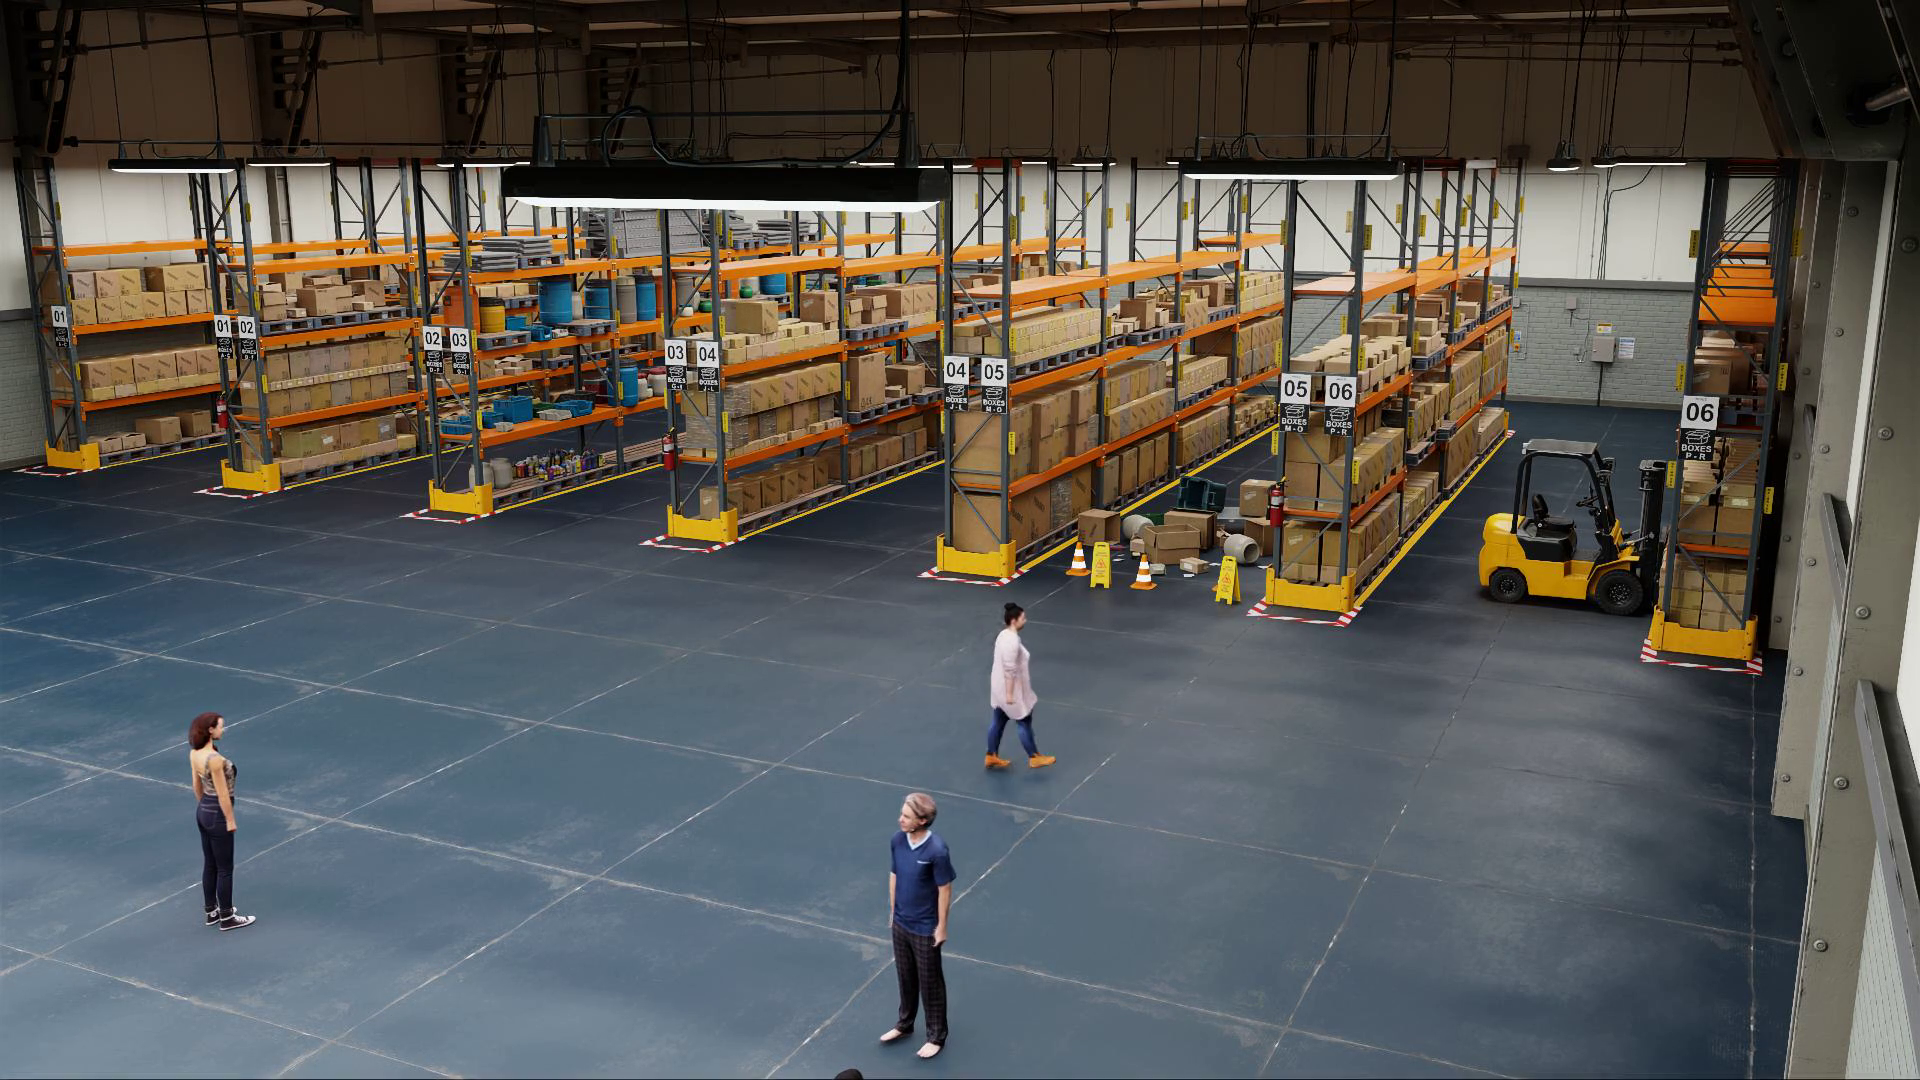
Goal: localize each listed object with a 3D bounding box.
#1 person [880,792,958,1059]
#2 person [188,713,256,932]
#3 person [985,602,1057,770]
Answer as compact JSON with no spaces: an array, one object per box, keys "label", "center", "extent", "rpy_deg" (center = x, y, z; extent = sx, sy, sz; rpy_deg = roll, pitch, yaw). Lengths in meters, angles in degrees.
[{"label":"person","center":[-0.280,2.601,11.386],"extent":[0.719,1.870,0.646],"rpy_deg":[11,17,38]},{"label":"person","center":[-5.931,2.224,13.234],"extent":[0.660,1.772,0.617],"rpy_deg":[11,17,38]},{"label":"person","center":[0.413,1.475,16.579],"extent":[1.033,1.721,1.024],"rpy_deg":[-2,13,-7]}]
